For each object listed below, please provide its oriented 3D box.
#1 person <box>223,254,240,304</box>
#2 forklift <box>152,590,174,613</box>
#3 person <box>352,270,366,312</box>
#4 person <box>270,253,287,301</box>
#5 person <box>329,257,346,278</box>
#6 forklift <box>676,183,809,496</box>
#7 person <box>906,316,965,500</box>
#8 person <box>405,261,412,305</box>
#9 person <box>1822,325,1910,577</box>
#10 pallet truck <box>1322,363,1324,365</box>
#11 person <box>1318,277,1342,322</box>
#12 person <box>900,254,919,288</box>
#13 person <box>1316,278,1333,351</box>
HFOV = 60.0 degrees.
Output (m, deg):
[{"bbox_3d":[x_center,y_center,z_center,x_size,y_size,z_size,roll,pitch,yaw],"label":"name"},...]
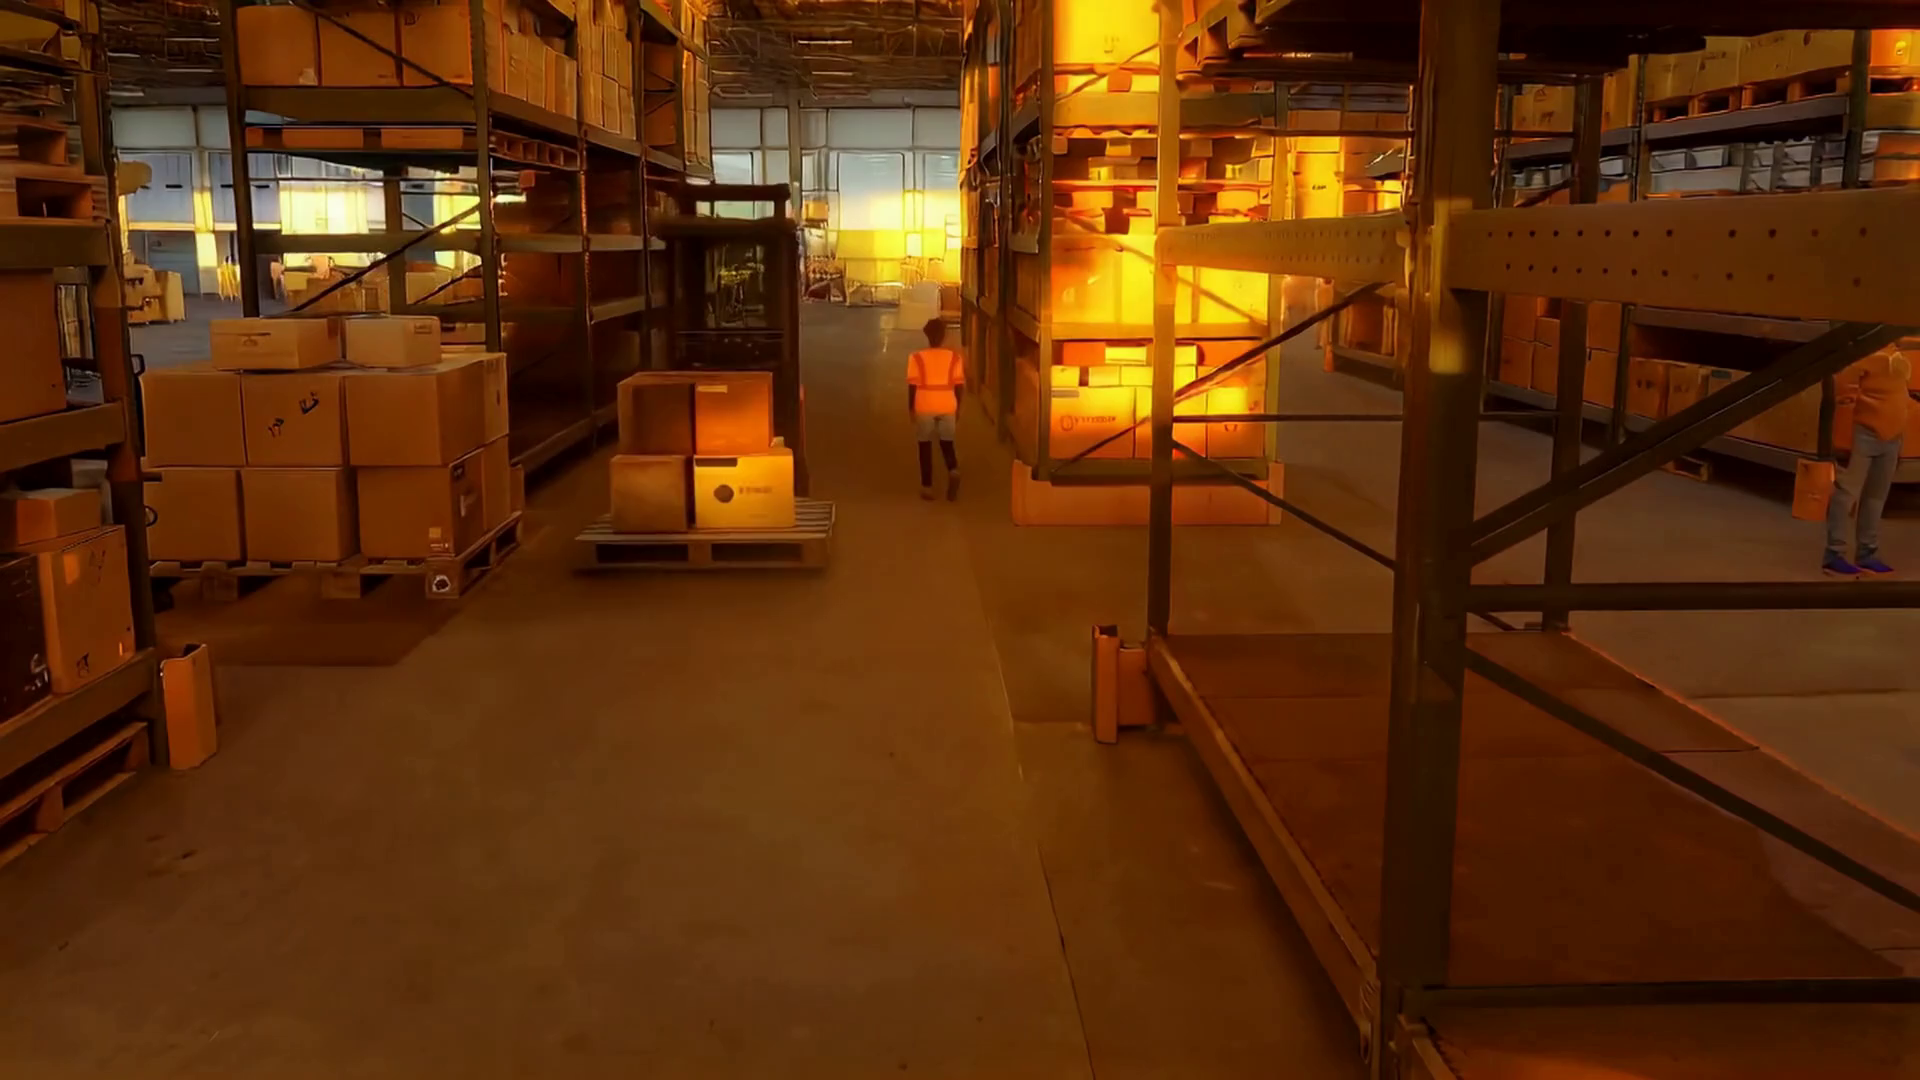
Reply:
[{"bbox_3d":[-27.491,-9.837,62.756,0.518,1.865,0.329,-2,10,-11],"label":"person"},{"bbox_3d":[-5.858,-0.811,9.639,1.873,2.768,1.129,-1,10,-3],"label":"forklift"},{"bbox_3d":[-12.402,-4.698,34.399,0.314,1.769,0.524,-4,11,-20],"label":"person"},{"bbox_3d":[-27.020,-10.454,65.966,0.617,1.944,0.404,-8,13,-38],"label":"person"},{"bbox_3d":[-17.494,-6.986,46.710,0.430,1.927,0.578,5,11,24],"label":"person"},{"bbox_3d":[-1.902,-1.634,14.221,1.129,2.768,1.873,0,10,-2],"label":"forklift"},{"bbox_3d":[-0.205,-1.169,14.982,0.542,1.684,0.566,-2,10,-12],"label":"person"},{"bbox_3d":[-13.235,-5.676,39.458,1.029,1.909,0.628,0,10,-3],"label":"person"},{"bbox_3d":[6.428,-0.692,11.725,0.648,1.900,0.400,-4,11,-22],"label":"person"},{"bbox_3d":[7.712,-4.157,30.737,1.885,1.965,0.823,3,11,16],"label":"pallet truck"},{"bbox_3d":[10.891,-7.336,48.729,0.825,1.905,0.658,-6,12,-29],"label":"person"},{"bbox_3d":[-1.679,-8.503,55.110,0.635,1.938,0.359,-1,10,-6],"label":"person"},{"bbox_3d":[7.894,-4.913,35.779,0.318,1.700,0.535,-10,14,-43],"label":"person"}]
